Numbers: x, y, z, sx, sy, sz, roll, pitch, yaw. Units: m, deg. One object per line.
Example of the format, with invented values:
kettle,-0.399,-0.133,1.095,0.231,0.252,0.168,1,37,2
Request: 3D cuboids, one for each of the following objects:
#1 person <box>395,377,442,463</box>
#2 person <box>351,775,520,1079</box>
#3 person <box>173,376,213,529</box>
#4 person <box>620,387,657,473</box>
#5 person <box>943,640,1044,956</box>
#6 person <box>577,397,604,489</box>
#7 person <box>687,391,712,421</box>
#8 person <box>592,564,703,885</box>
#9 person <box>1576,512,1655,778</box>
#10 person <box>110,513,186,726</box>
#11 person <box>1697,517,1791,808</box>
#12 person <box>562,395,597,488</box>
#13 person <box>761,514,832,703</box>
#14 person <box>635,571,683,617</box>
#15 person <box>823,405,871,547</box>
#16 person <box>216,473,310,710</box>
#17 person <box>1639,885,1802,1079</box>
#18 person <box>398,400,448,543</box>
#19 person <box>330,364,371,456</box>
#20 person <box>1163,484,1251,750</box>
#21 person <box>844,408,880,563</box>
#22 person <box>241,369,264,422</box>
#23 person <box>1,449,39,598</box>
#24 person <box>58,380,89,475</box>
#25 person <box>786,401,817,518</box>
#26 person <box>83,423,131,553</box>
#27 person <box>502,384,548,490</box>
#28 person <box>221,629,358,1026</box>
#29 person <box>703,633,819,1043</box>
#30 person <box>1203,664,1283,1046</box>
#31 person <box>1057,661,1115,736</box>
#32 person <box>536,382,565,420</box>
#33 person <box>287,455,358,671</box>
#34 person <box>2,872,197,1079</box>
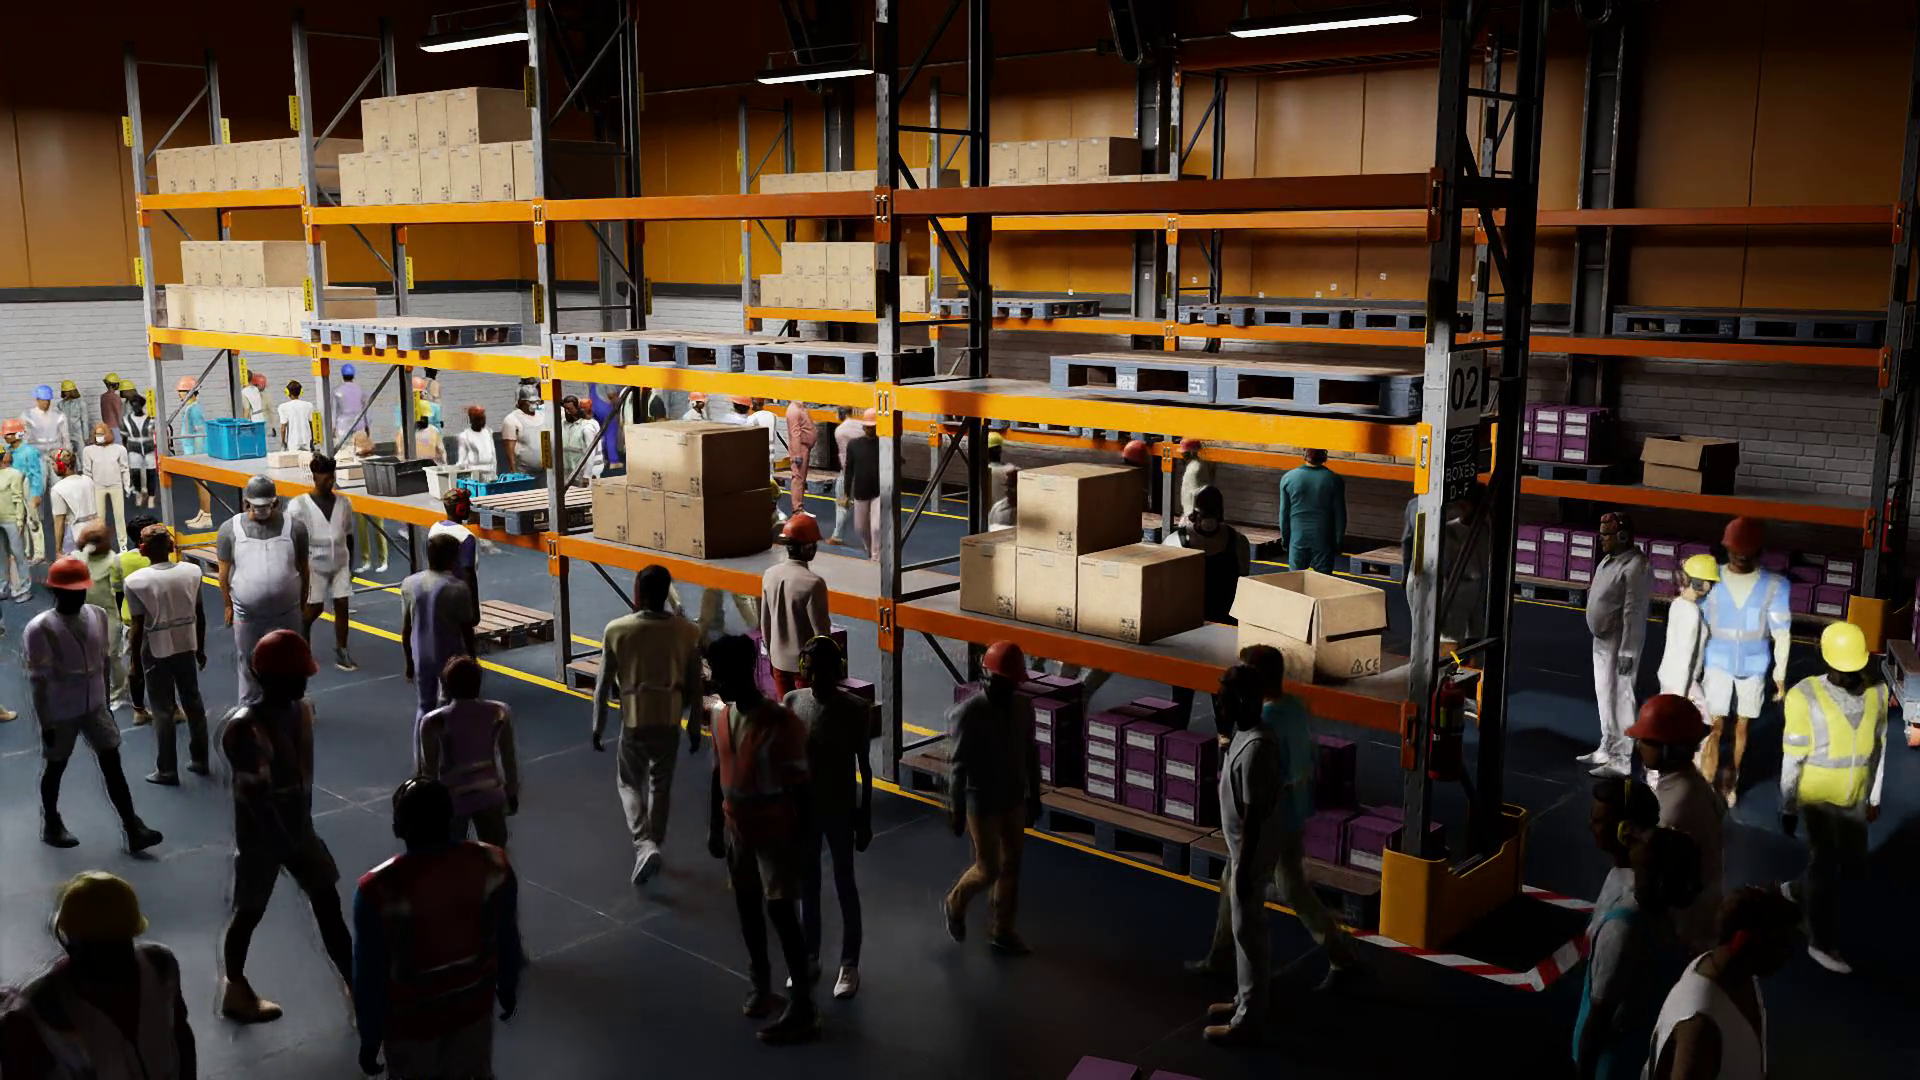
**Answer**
person,-7.444,-1.253,22.915,0.612,1.991,0.391,-4,11,-23
person,-1.986,1.767,6.304,0.653,1.832,0.514,-8,13,-38
person,-10.272,-1.169,22.295,0.377,2.044,0.608,-5,11,-27
person,-4.899,-1.683,25.496,0.627,1.940,0.371,-9,13,-40
person,0.184,1.364,8.847,0.581,1.727,0.456,-9,13,-42
person,-4.681,-0.861,20.999,0.353,1.886,0.572,-1,10,-7
person,-3.926,-1.566,24.912,0.431,1.918,0.642,-1,10,-3
person,-1.836,1.099,9.890,0.646,1.890,0.656,-3,11,-18
person,4.686,0.741,11.936,0.403,1.895,0.647,0,10,0
person,-6.384,0.632,13.099,0.532,1.693,0.319,1,10,4
person,5.099,0.856,10.940,0.615,2.002,0.911,4,11,23
person,-4.842,-0.867,20.939,0.600,1.917,0.376,2,10,10
person,-1.070,0.814,11.223,0.625,1.991,0.390,9,14,42
person,-3.018,0.088,16.419,0.506,1.609,0.625,-8,13,-37
person,-1.283,-0.816,20.830,0.864,1.881,0.651,7,12,33
person,-5.405,0.478,12.989,0.680,2.000,0.537,-5,11,-26
person,2.299,1.950,5.294,0.553,1.819,0.649,7,12,36
person,-6.791,-0.840,20.927,0.988,1.880,0.607,7,12,33
person,-9.610,-1.812,26.242,0.639,1.929,0.437,-7,12,-33
person,1.841,0.576,12.434,0.684,2.000,0.535,0,10,-2
person,-0.992,-0.546,18.978,0.618,1.971,0.738,2,10,12
person,-11.235,-1.790,26.351,0.390,1.850,0.564,-1,10,-4
person,-10.314,-0.204,18.056,0.544,1.619,0.546,-3,10,-14
person,-13.652,-1.599,25.605,0.485,1.737,0.324,1,10,8
person,-2.177,-1.209,22.905,0.410,1.909,0.642,0,10,1
person,-10.421,-0.618,20.335,0.507,1.632,0.275,-4,11,-22
person,-5.430,-0.964,21.140,0.536,2.000,0.684,7,12,35
person,-3.195,1.399,7.945,1.030,1.980,0.603,3,11,19
person,-0.978,1.414,8.062,0.731,1.932,0.490,8,13,37
person,1.356,1.482,7.892,0.348,1.839,0.504,2,10,10
person,0.949,0.633,12.760,0.463,1.811,0.653,9,14,42
person,-5.596,-1.180,22.590,0.601,1.960,0.373,-4,11,-22
person,-5.703,0.194,14.861,0.627,1.947,0.690,-10,14,-44
person,-2.837,1.927,5.492,0.827,1.804,0.593,5,11,26
